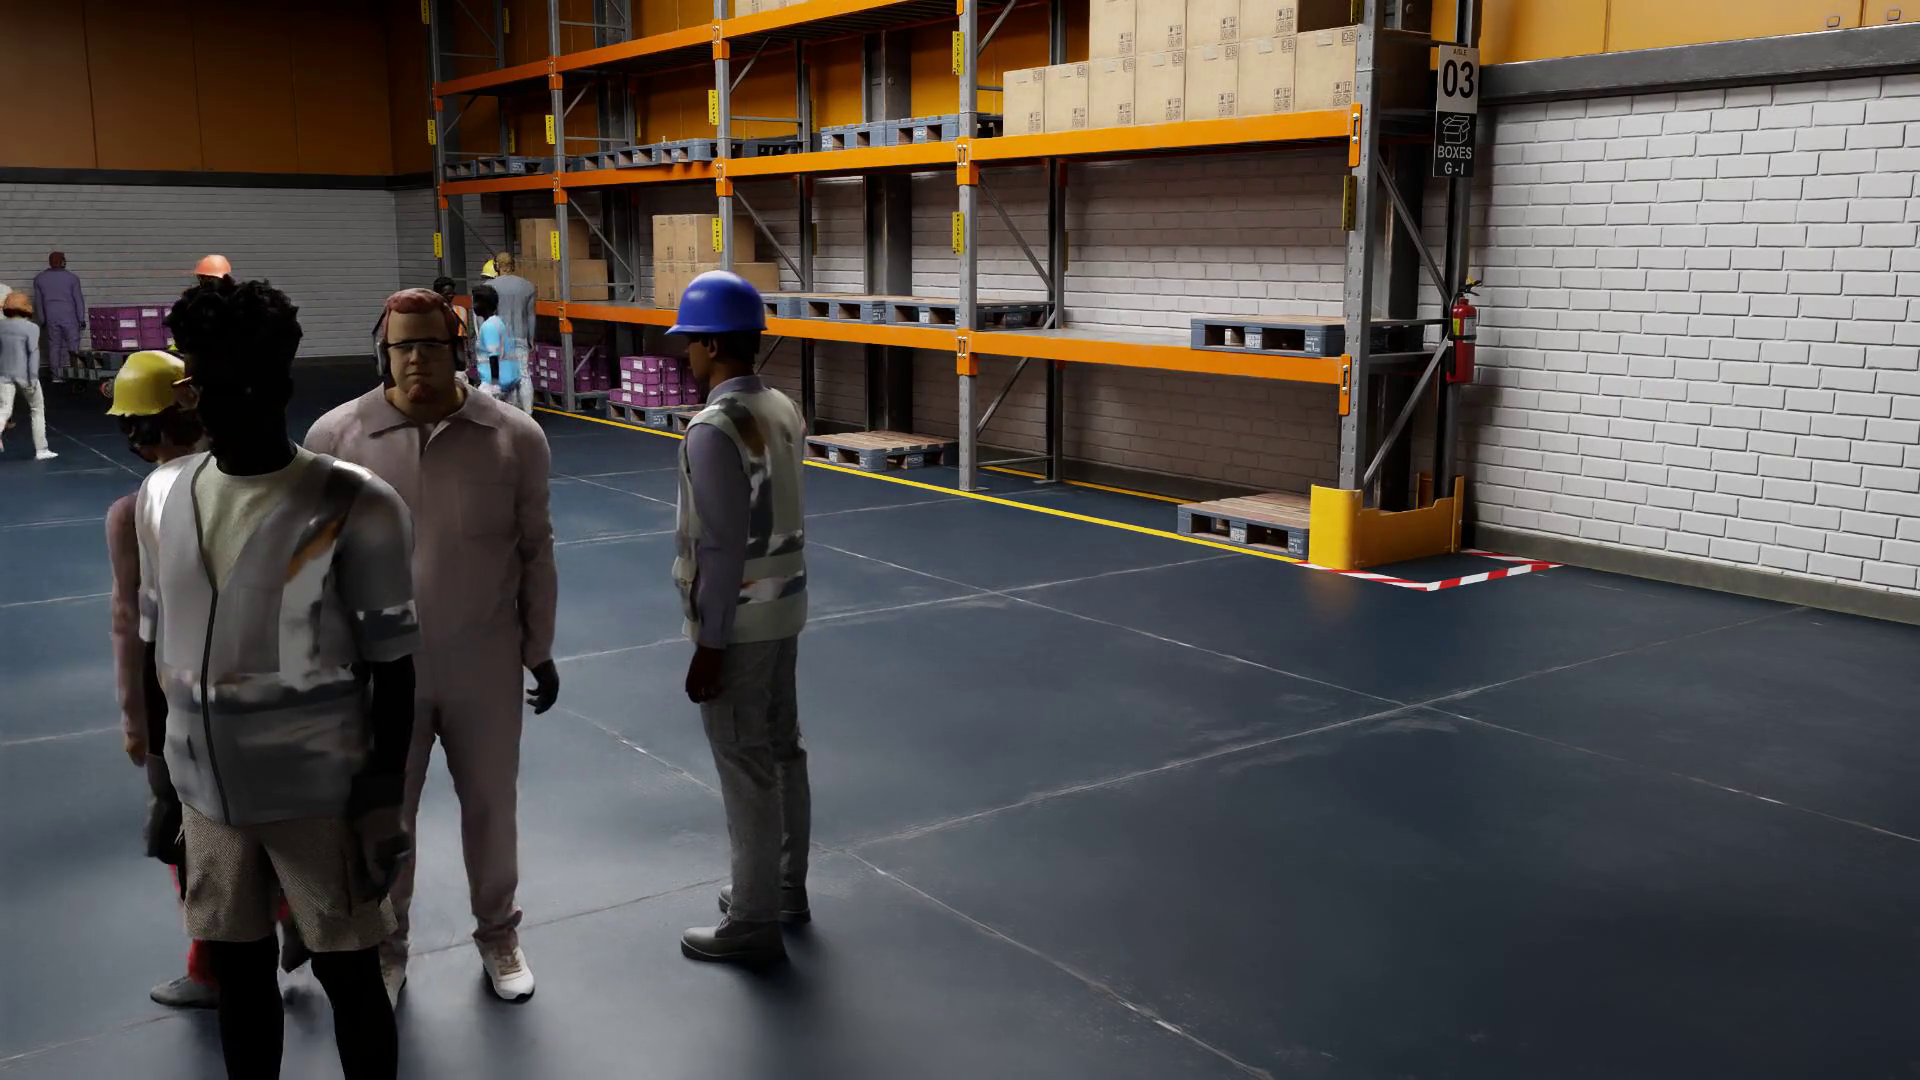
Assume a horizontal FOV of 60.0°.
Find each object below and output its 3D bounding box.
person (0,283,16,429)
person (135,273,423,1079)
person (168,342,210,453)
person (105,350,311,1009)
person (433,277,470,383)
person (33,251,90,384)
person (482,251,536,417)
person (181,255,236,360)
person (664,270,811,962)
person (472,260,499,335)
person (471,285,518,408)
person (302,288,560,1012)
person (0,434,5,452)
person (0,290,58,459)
[{"bbox_3d":[-10.730,-2.187,18.354,0.998,1.902,0.639,8,13,39],"label":"person"},{"bbox_3d":[-1.346,0.470,3.265,0.603,1.966,0.368,2,10,13],"label":"person"},{"bbox_3d":[-2.978,-0.044,6.708,0.525,1.769,0.310,4,11,22],"label":"person"},{"bbox_3d":[-1.973,0.382,4.355,0.421,1.752,0.545,3,11,16],"label":"person"},{"bbox_3d":[-5.239,-1.838,16.983,0.320,1.687,0.533,9,13,41],"label":"person"},{"bbox_3d":[-12.942,-3.199,23.985,0.652,1.906,0.403,-1,10,-6],"label":"person"},{"bbox_3d":[-4.918,-2.169,18.144,0.627,1.935,0.373,-9,13,-40],"label":"person"},{"bbox_3d":[-6.024,-1.374,13.708,0.701,1.918,0.577,4,11,20],"label":"person"},{"bbox_3d":[-0.628,0.220,4.720,0.404,1.945,0.616,2,10,13],"label":"person"},{"bbox_3d":[-5.200,-2.225,18.723,0.590,1.837,0.403,6,12,32],"label":"person"},{"bbox_3d":[-4.063,-1.335,14.205,0.753,1.666,0.537,0,10,-3],"label":"person"},{"bbox_3d":[-1.372,0.302,4.371,0.643,1.910,0.400,-3,11,-19],"label":"person"},{"bbox_3d":[-9.440,-1.814,15.850,0.387,2.039,0.614,-3,10,-14],"label":"person"},{"bbox_3d":[-8.717,-1.496,15.311,0.505,1.597,0.817,1,10,6],"label":"person"}]
